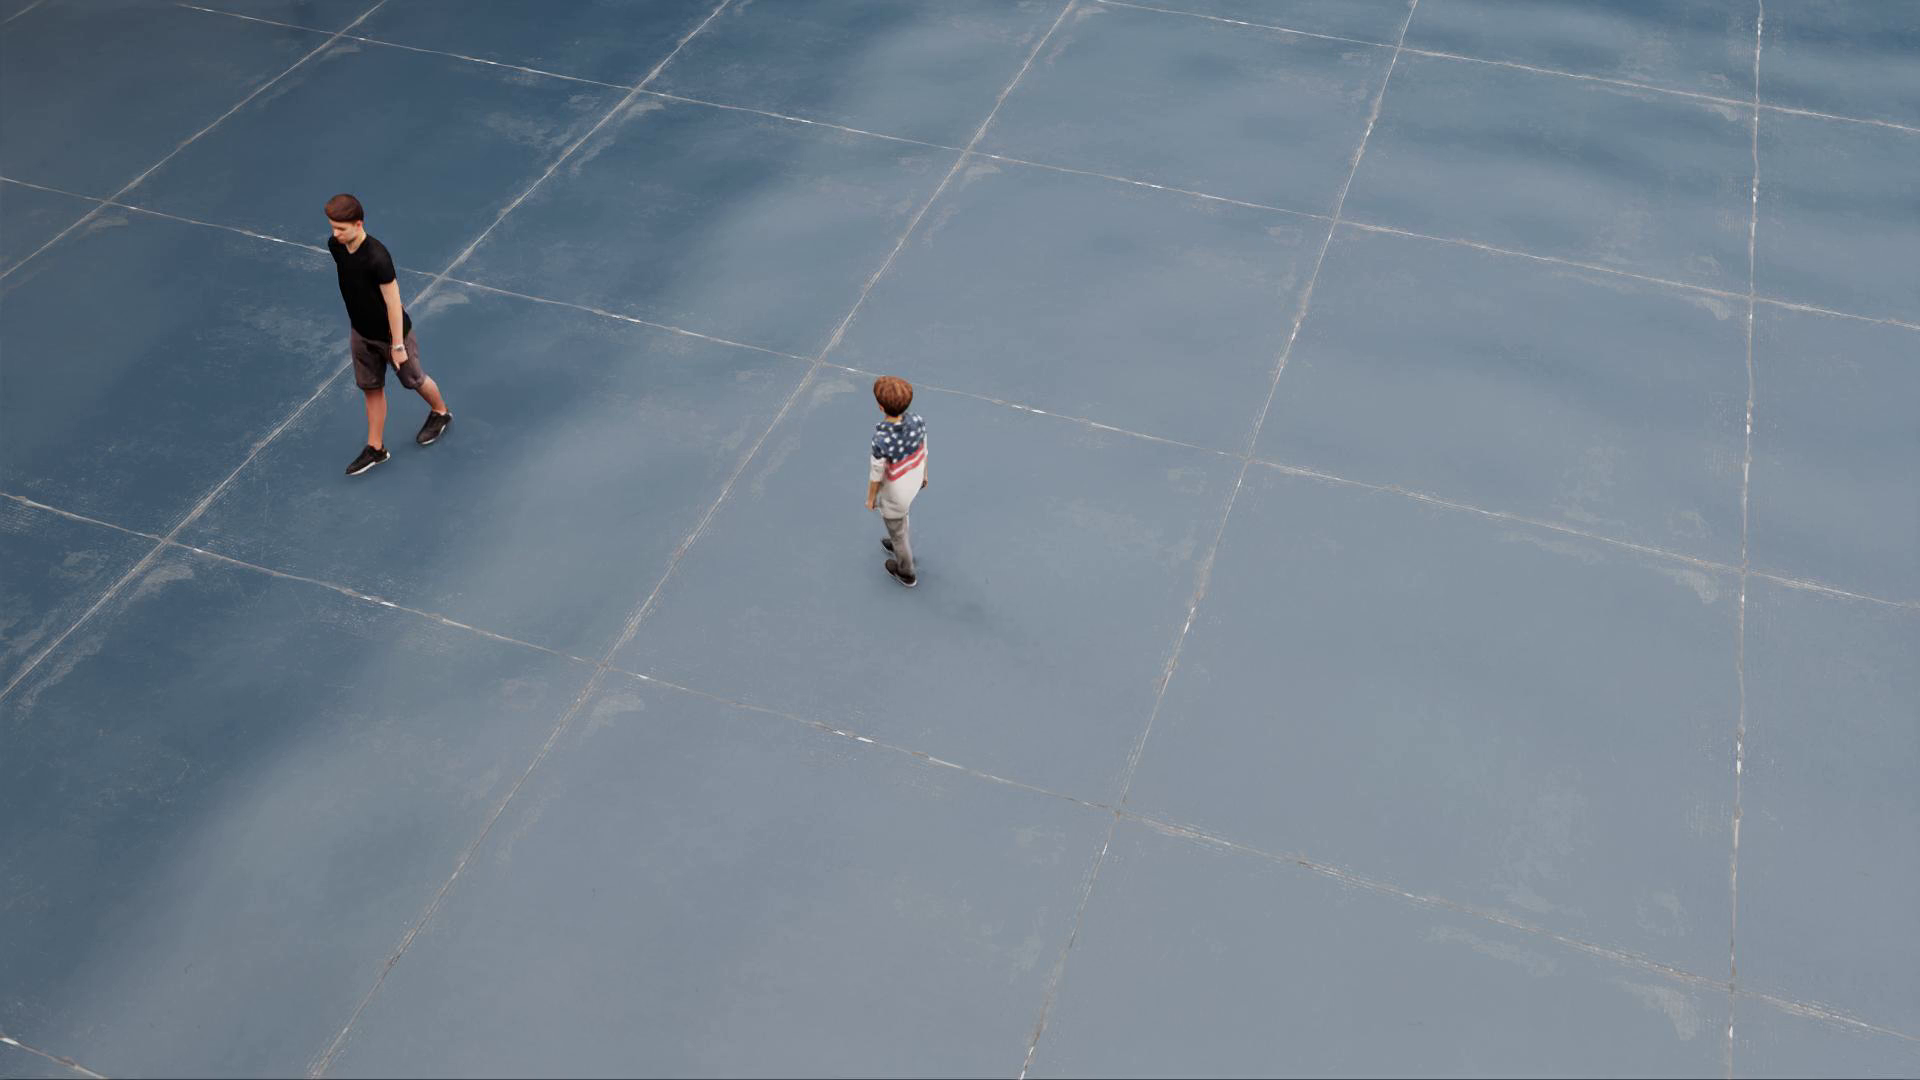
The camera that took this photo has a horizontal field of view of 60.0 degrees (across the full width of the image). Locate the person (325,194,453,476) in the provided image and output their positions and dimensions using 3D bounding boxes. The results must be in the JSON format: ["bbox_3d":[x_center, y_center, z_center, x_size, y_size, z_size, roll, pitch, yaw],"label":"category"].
[{"bbox_3d":[-3.464,-1.322,10.143,1.028,1.834,0.876,22,47,22],"label":"person"}]

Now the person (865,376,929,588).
[{"bbox_3d":[-0.300,-0.299,9.342,0.692,1.433,0.636,32,52,29],"label":"person"}]
